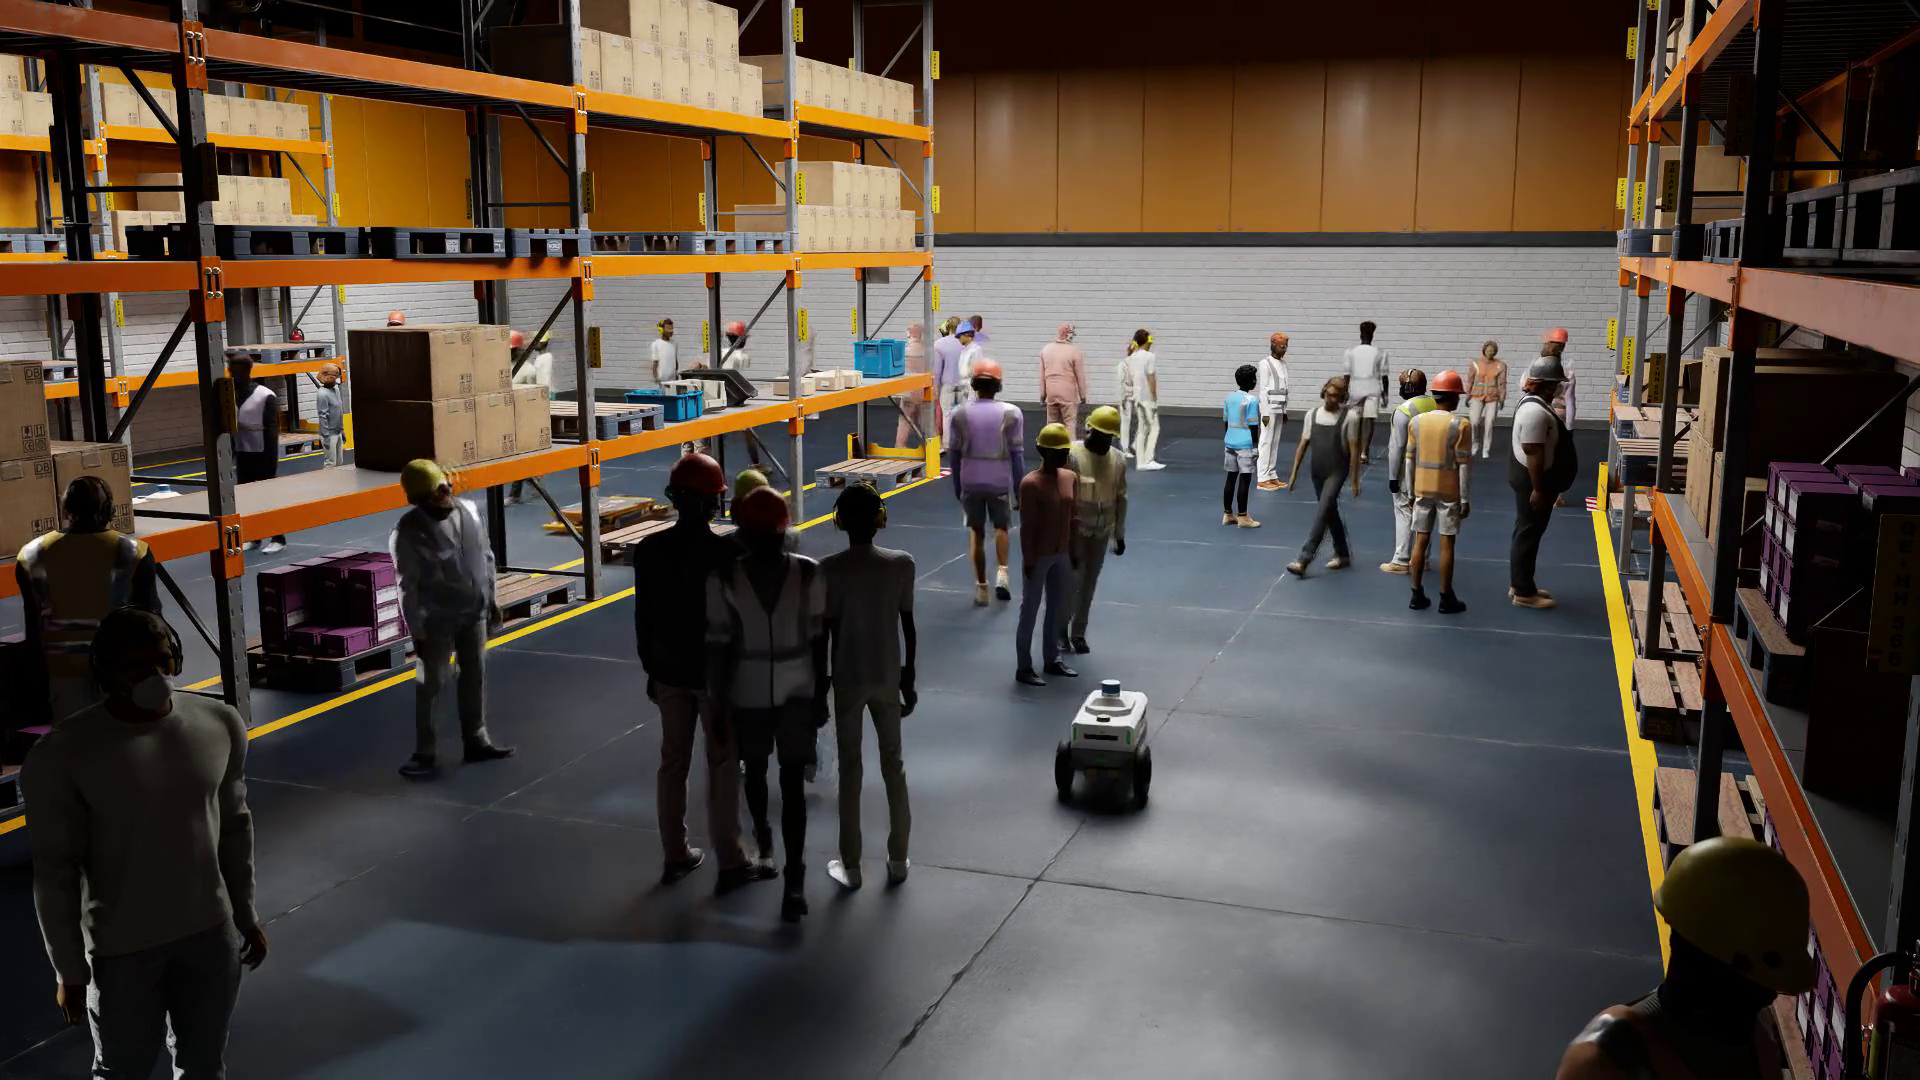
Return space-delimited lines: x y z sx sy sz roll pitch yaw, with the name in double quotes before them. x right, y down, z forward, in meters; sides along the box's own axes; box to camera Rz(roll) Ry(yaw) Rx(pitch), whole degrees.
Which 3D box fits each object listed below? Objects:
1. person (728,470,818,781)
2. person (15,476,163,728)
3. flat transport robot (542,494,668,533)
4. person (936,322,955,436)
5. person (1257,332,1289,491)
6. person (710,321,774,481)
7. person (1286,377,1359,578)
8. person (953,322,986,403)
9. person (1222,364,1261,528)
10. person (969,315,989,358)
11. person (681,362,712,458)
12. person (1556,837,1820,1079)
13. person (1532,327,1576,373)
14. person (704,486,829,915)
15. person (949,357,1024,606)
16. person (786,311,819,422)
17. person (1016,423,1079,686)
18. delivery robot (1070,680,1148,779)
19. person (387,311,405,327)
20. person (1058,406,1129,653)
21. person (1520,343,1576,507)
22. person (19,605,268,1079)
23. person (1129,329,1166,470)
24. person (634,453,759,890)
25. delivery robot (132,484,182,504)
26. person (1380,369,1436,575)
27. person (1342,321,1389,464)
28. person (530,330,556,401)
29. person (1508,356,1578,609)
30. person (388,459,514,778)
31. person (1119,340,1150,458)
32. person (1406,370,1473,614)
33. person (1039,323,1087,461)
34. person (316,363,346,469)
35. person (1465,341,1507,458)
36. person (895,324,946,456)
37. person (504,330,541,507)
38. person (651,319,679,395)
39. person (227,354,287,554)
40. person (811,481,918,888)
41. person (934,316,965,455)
"person" -1.046 0.475 9.036 0.479 1.714 0.694 -7 12 -34
"person" -4.132 0.605 8.001 0.620 1.836 0.429 -2 10 -11
"flat transport robot" -3.692 -0.278 17.368 0.652 0.197 1.431 3 11 19
"person" -0.186 -2.449 25.390 0.310 1.769 0.525 -8 13 -38
"person" 3.766 -1.544 19.947 0.355 1.887 0.573 7 12 34
"person" -2.806 -1.720 20.658 0.630 1.992 1.052 8 13 39
"person" 3.221 -0.564 14.748 1.009 1.772 0.581 -10 14 -44
"person" 0.169 -1.963 22.263 0.437 1.900 0.684 -5 11 -25
"person" 2.932 -0.974 17.267 0.318 1.698 0.539 -5 11 -25
"person" 0.187 -2.704 26.722 0.569 1.811 0.926 4 11 21
"person" -2.922 -1.149 18.441 0.519 1.634 0.311 8 13 38
"person" 1.295 1.448 3.015 0.585 1.917 0.382 -8 13 -38
"person" 7.327 -1.681 20.665 0.551 1.910 0.845 8 13 38
"person" -0.846 0.691 7.366 0.555 1.879 0.996 -1 10 -8
"person" 0.210 -0.465 13.513 0.603 2.022 0.436 0 10 2
"person" -2.646 -2.898 27.627 0.446 1.875 0.710 3 10 16
"person" 0.607 0.094 11.107 0.521 1.759 0.348 -10 14 -44
"delivery robot" 0.821 1.006 9.073 0.477 0.478 0.707 2 10 13
"person" -7.926 -2.232 23.548 0.610 1.984 0.400 -3 10 -14
"person" 0.904 -0.064 11.869 0.655 1.792 0.452 -4 11 -23
"person" 6.587 -1.284 18.647 0.617 1.835 0.429 8 13 39
"person" -2.276 1.132 4.732 0.370 1.940 0.630 7 12 35
"person" 2.412 -1.828 21.730 0.348 1.823 0.609 -7 12 -33
"person" -1.184 0.598 7.589 0.632 1.990 0.398 4 11 23
"delivery robot" -7.866 -0.308 16.474 0.707 0.478 0.477 1 10 7
"person" 4.026 -0.606 14.832 0.625 1.837 0.429 -8 13 -38
"person" 5.463 -1.996 22.435 0.611 1.918 1.027 4 11 21
"person" -5.821 -2.102 23.521 0.841 1.733 0.532 -6 12 -32
"person" 4.728 -0.478 13.513 0.536 2.000 0.688 3 10 15
"person" -2.806 0.418 9.215 0.404 1.781 0.671 7 12 36
"person" 2.381 -1.927 22.851 0.530 1.624 0.402 -6 12 -29
"person" 3.831 -0.384 13.283 0.548 1.934 0.375 9 14 43
"person" 1.378 -1.962 22.325 0.667 1.887 0.401 8 13 37
"person" -6.985 -1.162 18.539 0.299 1.622 0.504 0 10 -1
"person" 7.204 -1.920 22.789 0.542 1.619 0.411 4 11 20
"person" -0.578 -2.003 22.638 0.792 1.859 0.717 6 12 32
"person" -5.020 -1.392 18.824 0.659 1.977 0.712 6 12 32
"person" -4.244 -2.319 24.459 0.915 1.829 0.554 10 14 44
"person" -6.719 -0.814 15.806 0.592 1.902 0.424 4 11 21
"person" -0.442 0.661 7.604 0.520 1.865 0.332 -3 11 -17
"person" -0.079 -2.159 23.266 0.637 1.938 0.355 -2 10 -14
